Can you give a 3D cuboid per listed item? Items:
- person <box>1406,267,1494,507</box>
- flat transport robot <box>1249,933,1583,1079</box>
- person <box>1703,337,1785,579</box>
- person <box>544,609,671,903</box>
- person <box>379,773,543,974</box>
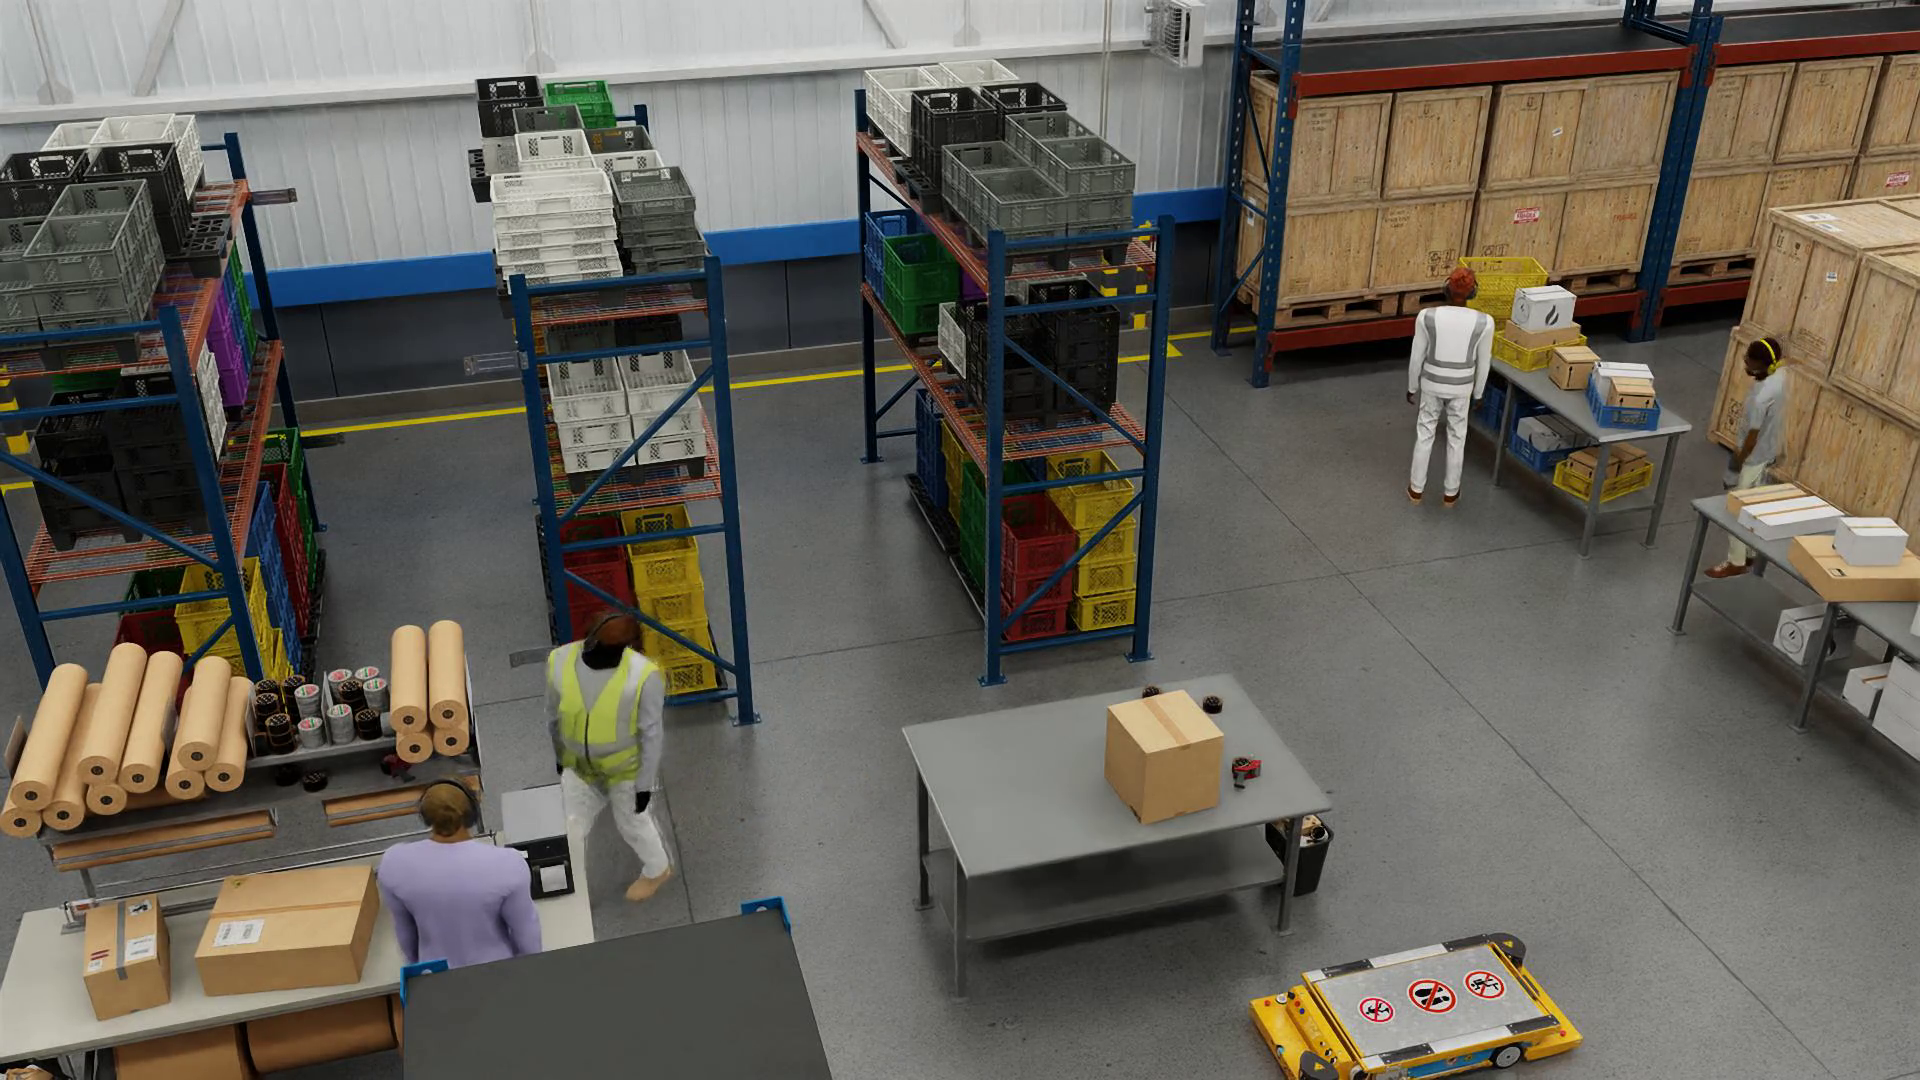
[{"bbox_3d":[3.666,-1.143,12.552,0.575,1.882,0.361,9,30,16],"label":"person"},{"bbox_3d":[2.184,2.282,7.980,1.431,0.197,0.652,-8,30,-14],"label":"flat transport robot"},{"bbox_3d":[5.555,-0.599,11.620,0.415,1.829,0.701,19,34,31],"label":"person"},{"bbox_3d":[-1.824,1.179,8.425,0.670,1.788,0.647,5,29,9],"label":"person"},{"bbox_3d":[-2.079,1.824,7.113,0.625,1.931,0.373,1,29,1],"label":"person"}]
